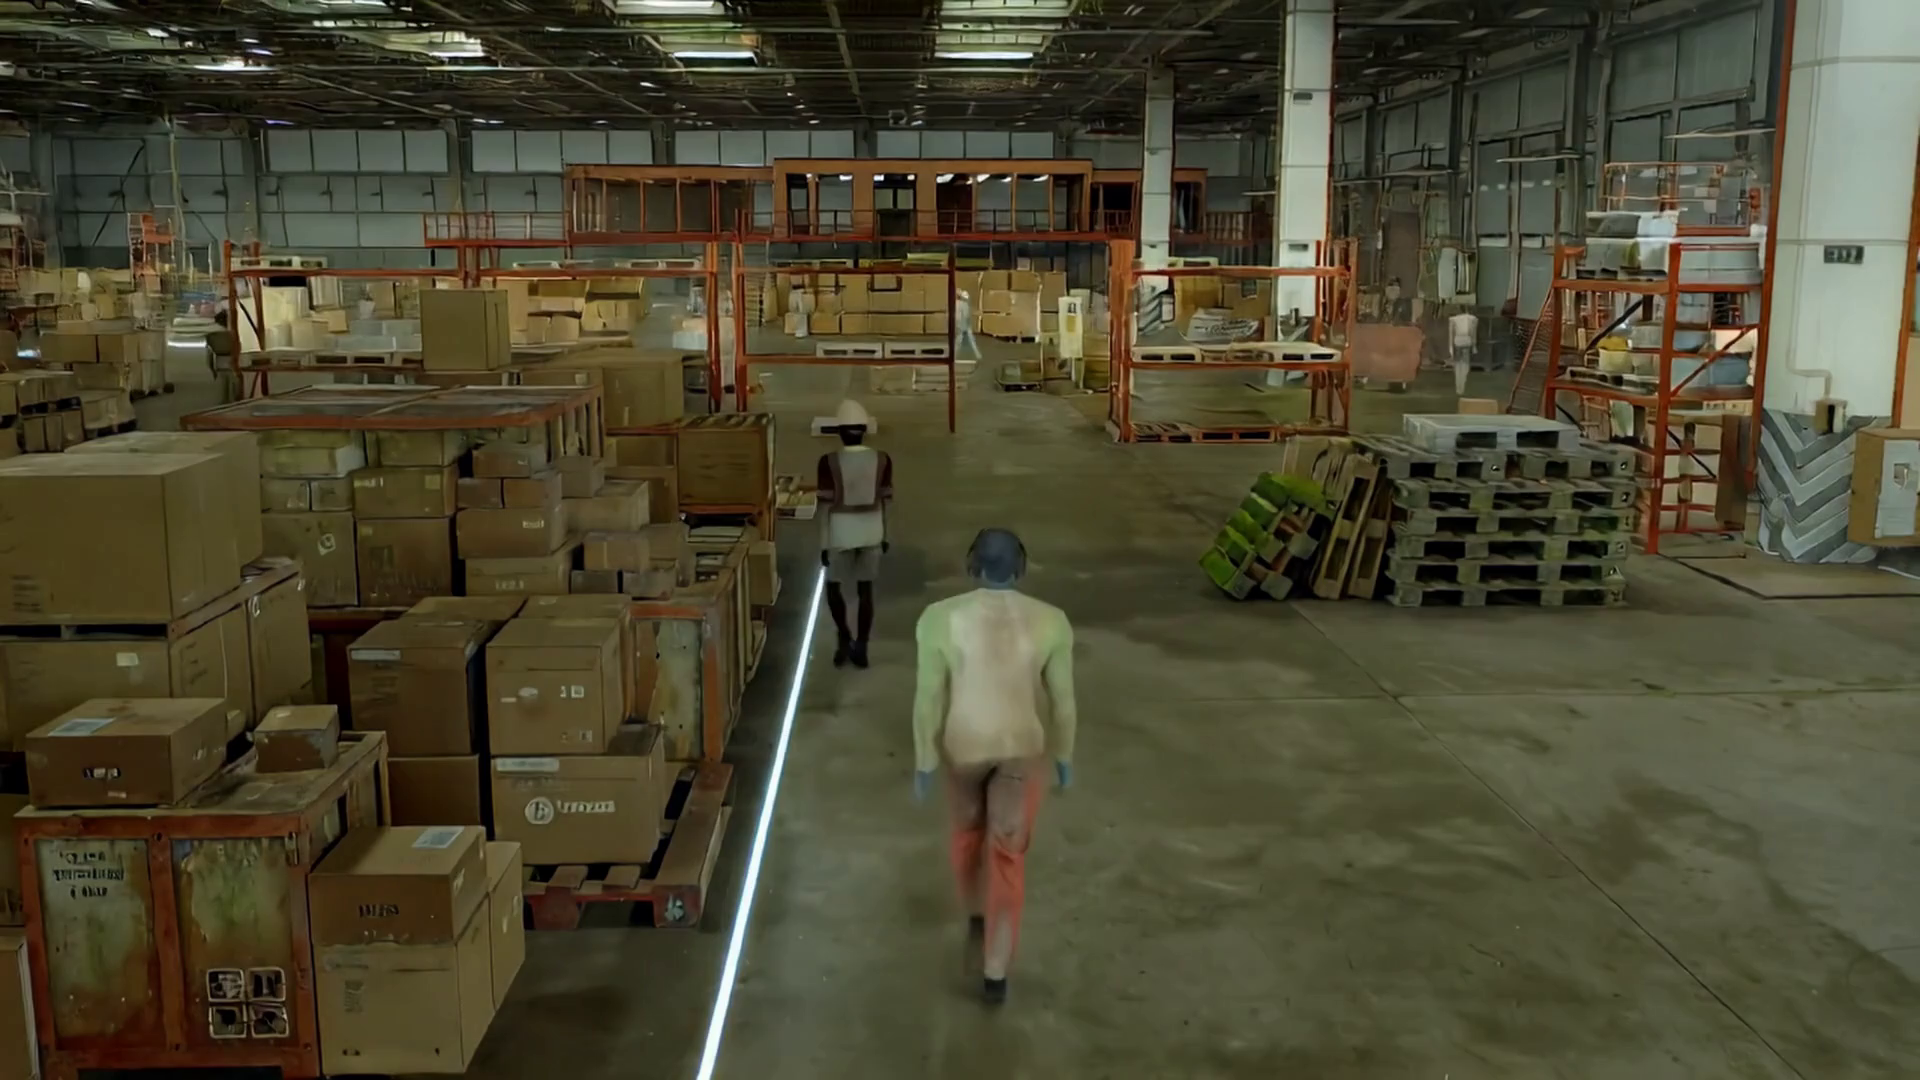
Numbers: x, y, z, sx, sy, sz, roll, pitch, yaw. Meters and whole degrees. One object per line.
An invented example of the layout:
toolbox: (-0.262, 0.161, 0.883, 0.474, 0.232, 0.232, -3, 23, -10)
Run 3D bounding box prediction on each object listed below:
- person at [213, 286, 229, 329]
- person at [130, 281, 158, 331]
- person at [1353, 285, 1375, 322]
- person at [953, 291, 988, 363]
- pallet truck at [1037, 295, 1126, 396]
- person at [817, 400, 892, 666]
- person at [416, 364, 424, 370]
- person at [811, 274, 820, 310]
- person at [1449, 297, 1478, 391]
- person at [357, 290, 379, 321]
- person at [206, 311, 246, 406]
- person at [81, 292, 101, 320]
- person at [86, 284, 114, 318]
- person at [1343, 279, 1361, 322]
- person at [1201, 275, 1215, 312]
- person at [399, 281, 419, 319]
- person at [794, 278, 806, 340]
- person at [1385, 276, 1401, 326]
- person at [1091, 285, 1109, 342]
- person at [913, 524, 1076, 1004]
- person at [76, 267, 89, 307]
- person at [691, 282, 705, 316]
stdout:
person: (-18.793, -5.545, 42.602, 0.539, 1.908, 0.823, 6, 12, 29)
person: (-23.022, -6.352, 46.994, 0.647, 1.927, 0.863, 0, 10, 2)
person: (11.319, -6.222, 46.649, 0.657, 1.801, 0.901, 2, 10, 9)
person: (0.191, -5.289, 41.459, 0.993, 1.790, 0.645, -6, 12, -30)
pallet truck: (2.483, -3.881, 33.060, 1.885, 1.965, 0.823, -7, 13, -36)
person: (-0.748, -0.034, 11.823, 0.572, 1.925, 0.415, -3, 11, -18)
person: (-6.229, -1.486, 19.916, 0.366, 1.927, 0.585, 5, 12, 28)
person: (-5.264, -8.797, 60.761, 0.340, 1.882, 0.585, 1, 10, 7)
person: (10.157, -3.941, 33.628, 0.561, 1.919, 0.723, 5, 11, 27)
person: (-15.049, -5.458, 42.341, 0.547, 1.828, 0.974, -2, 10, -13)
person: (-12.026, -2.817, 27.406, 0.630, 1.892, 0.760, 0, 10, -1)
person: (-20.946, -5.054, 40.079, 0.540, 1.838, 0.922, 3, 11, 14)
person: (-21.353, -5.363, 41.330, 0.622, 1.992, 0.374, -6, 12, -30)
person: (11.859, -6.906, 50.180, 0.605, 1.900, 0.938, 7, 12, 32)
person: (10.636, -10.772, 71.489, 0.612, 1.986, 0.407, 3, 11, 18)
person: (-15.389, -6.276, 46.569, 0.358, 1.938, 0.545, 9, 13, 40)
person: (-4.956, -7.151, 51.441, 0.372, 1.939, 0.629, 2, 10, 12)
person: (14.178, -7.681, 54.432, 0.594, 1.922, 0.386, -4, 11, -22)
person: (4.328, -6.914, 50.725, 0.495, 1.722, 0.742, 9, 14, 42)
person: (0.151, 0.860, 6.923, 0.657, 1.891, 1.007, 1, 10, 4)
person: (-39.215, -11.269, 74.476, 0.641, 1.908, 0.407, 5, 11, 24)
person: (-7.921, -6.857, 50.118, 0.522, 1.831, 0.705, -4, 11, -22)
